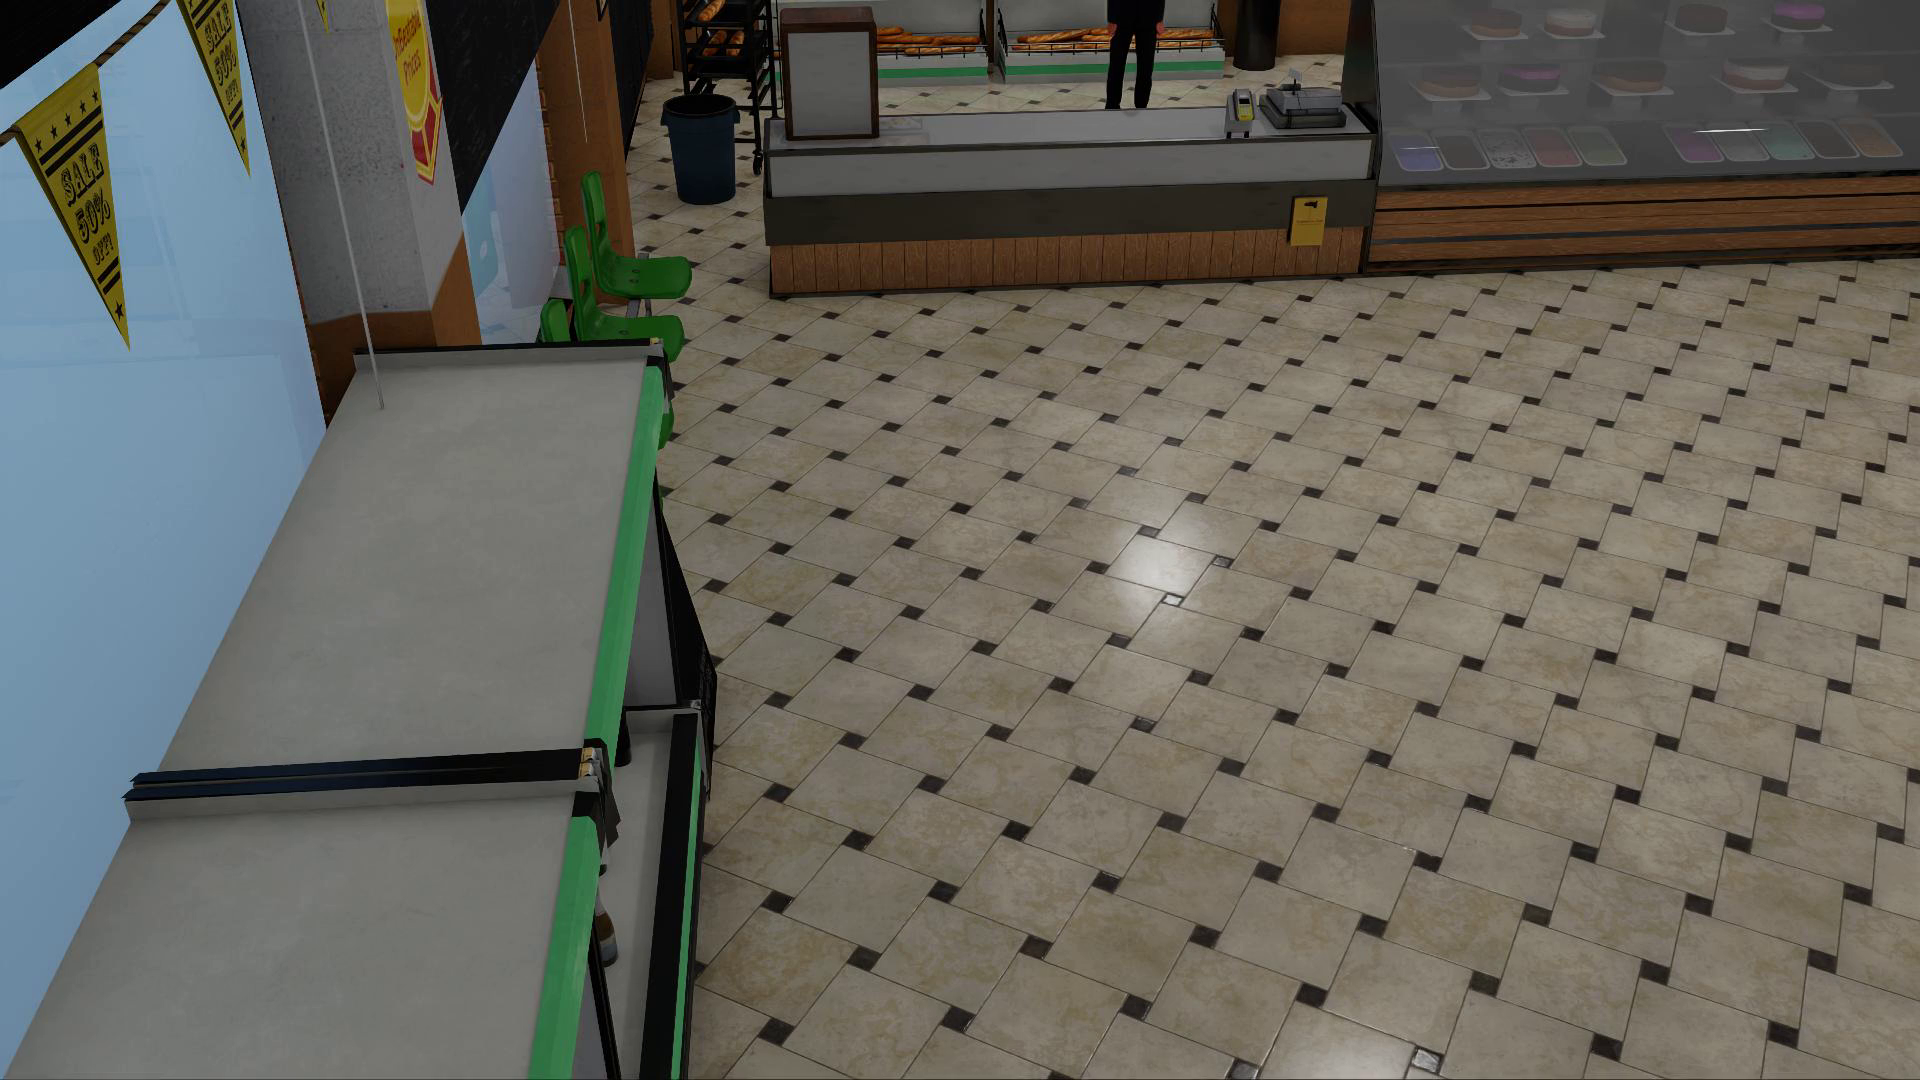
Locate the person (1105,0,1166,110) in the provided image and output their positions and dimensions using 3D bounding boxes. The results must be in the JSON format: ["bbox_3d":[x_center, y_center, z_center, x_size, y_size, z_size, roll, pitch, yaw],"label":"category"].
[{"bbox_3d":[1.428,-4.238,13.466,0.625,1.867,0.572,-2,32,-3],"label":"person"}]
